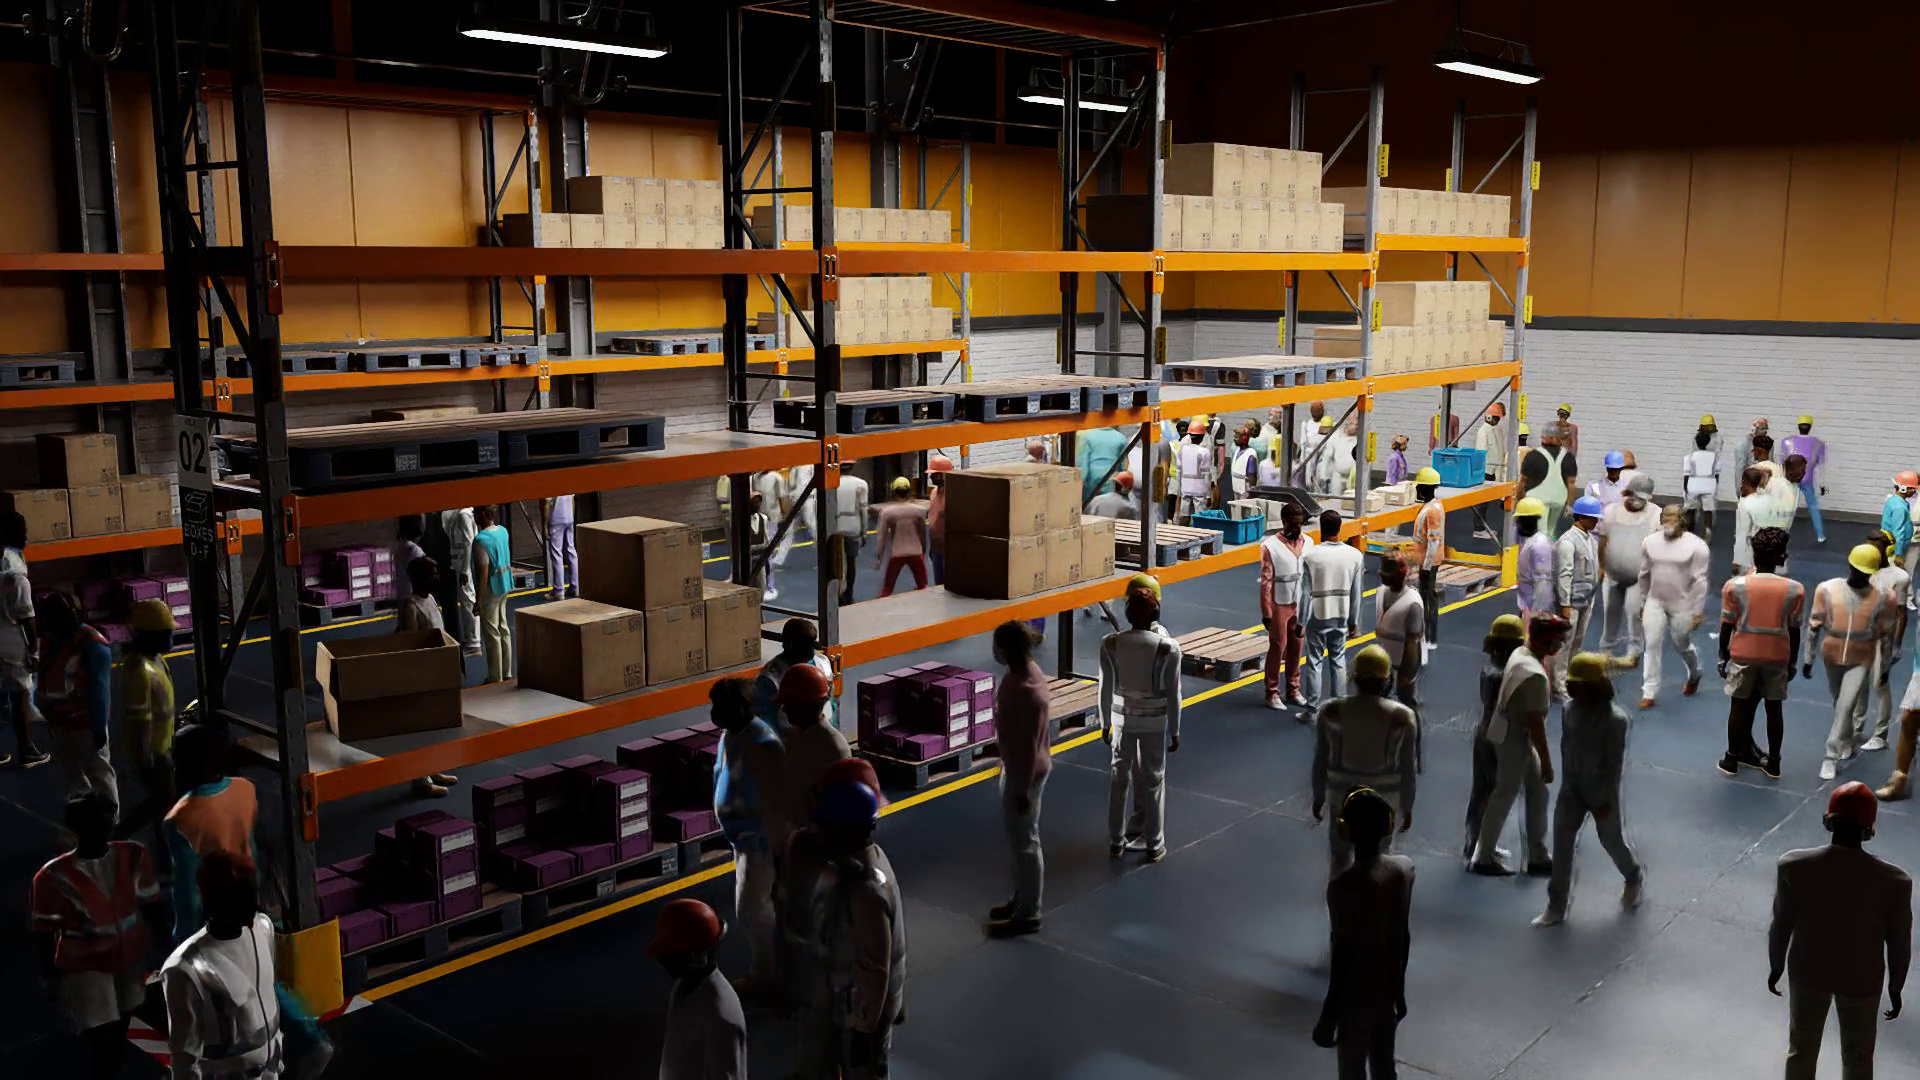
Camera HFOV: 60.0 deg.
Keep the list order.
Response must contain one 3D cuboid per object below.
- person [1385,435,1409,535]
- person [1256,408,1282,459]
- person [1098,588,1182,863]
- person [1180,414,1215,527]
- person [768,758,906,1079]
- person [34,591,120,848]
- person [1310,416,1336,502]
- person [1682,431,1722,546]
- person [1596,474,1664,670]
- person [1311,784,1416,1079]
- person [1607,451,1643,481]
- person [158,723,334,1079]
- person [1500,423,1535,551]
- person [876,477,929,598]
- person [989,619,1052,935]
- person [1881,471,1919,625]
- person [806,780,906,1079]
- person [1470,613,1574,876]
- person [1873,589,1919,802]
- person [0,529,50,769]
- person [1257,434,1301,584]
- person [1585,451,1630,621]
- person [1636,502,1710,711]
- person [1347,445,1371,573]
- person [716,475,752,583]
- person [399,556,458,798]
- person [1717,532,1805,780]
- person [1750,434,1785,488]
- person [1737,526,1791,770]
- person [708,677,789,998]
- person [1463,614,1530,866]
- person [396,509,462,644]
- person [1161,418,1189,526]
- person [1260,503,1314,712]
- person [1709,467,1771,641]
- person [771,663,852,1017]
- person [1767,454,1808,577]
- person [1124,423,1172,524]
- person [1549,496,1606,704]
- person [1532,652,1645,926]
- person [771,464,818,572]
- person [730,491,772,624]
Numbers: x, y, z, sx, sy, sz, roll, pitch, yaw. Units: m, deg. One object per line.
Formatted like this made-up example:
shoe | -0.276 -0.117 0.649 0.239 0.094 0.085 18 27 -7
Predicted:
person | 6.186 -0.685 23.603 0.312 1.632 0.527 4 10 23
person | 4.705 -1.040 24.943 0.652 1.897 0.399 -8 13 -41
person | 1.215 1.253 11.285 0.576 1.879 0.353 4 10 20
person | 3.450 -0.907 24.073 0.594 1.919 0.402 -6 11 -30
person | -0.459 1.889 7.134 1.009 1.993 0.617 -5 11 -27
person | -6.086 1.250 11.457 0.624 1.835 0.431 5 11 28
person | 5.551 -1.011 25.231 0.484 1.737 0.321 0 10 -2
person | 10.514 -0.710 23.587 0.529 1.675 0.603 2 10 13
person | 6.674 0.283 16.593 0.700 2.000 0.569 9 13 43
person | 1.713 1.961 7.102 0.514 1.866 0.332 -7 12 -35
person | 8.755 -0.378 21.906 0.504 1.585 0.890 2 10 12
person | -3.545 1.799 8.047 0.917 1.885 0.600 2 10 14
person | 7.494 -0.613 22.331 0.591 1.913 0.394 -5 11 -29
person | -0.631 0.172 18.231 0.677 1.728 0.466 -1 10 -3
person | 0.365 1.427 10.103 0.385 1.930 0.634 -1 10 -6
person | 10.537 0.084 18.685 0.355 1.737 0.578 4 10 24
person | -0.432 1.934 7.012 0.404 1.945 0.615 -1 10 -7
person | 3.752 1.359 10.874 0.785 1.795 0.593 2 10 14
person | 7.471 0.988 12.554 1.057 1.999 0.619 -3 10 -16
person | -7.677 0.867 13.325 0.613 1.965 0.361 0 10 1
person | 3.953 -0.374 20.895 0.619 1.905 0.612 7 12 36
person | 7.354 -0.046 18.835 0.605 1.949 0.402 2 10 14
person | 6.543 0.581 15.238 0.892 1.911 0.638 -9 13 -44
person | 5.228 -0.421 21.818 0.318 1.700 0.535 1 10 8
person | -2.810 -0.300 20.701 0.429 1.836 0.641 -6 11 -30
person | -4.076 1.032 12.703 0.335 1.845 0.513 0 10 -1
person | 6.301 0.910 13.120 0.602 1.957 0.385 3 10 15
person | 9.841 -0.317 20.451 0.601 1.957 0.396 -5 11 -28
person | 6.459 0.853 13.411 0.361 1.965 0.613 5 11 26
person | -1.129 1.643 9.163 0.459 1.818 0.673 -4 10 -22
person | 3.615 1.345 11.179 0.342 1.736 0.487 5 11 28
person | -5.452 0.198 17.105 0.682 2.000 0.535 -6 11 -32
person | 3.318 -1.207 25.618 0.593 2.006 0.930 2 10 14
person | 2.967 0.597 15.125 0.599 1.909 0.401 -6 11 -32
person | 8.478 0.174 17.714 0.695 1.890 0.619 9 13 43
person | -0.779 1.619 8.795 0.407 1.986 0.616 -6 11 -32
person | 9.360 -0.047 19.019 0.623 1.885 0.456 -9 13 -43
person | 2.549 -0.790 23.002 0.692 2.000 0.535 6 11 31
person | 5.677 0.550 15.313 0.414 1.940 0.605 9 13 42
person | 3.941 1.512 10.296 0.856 1.707 0.490 -7 12 -36
person | -2.096 -0.478 21.762 0.986 1.831 0.594 -3 10 -17
person | -2.247 0.277 17.862 0.519 1.631 0.314 -8 13 -41
